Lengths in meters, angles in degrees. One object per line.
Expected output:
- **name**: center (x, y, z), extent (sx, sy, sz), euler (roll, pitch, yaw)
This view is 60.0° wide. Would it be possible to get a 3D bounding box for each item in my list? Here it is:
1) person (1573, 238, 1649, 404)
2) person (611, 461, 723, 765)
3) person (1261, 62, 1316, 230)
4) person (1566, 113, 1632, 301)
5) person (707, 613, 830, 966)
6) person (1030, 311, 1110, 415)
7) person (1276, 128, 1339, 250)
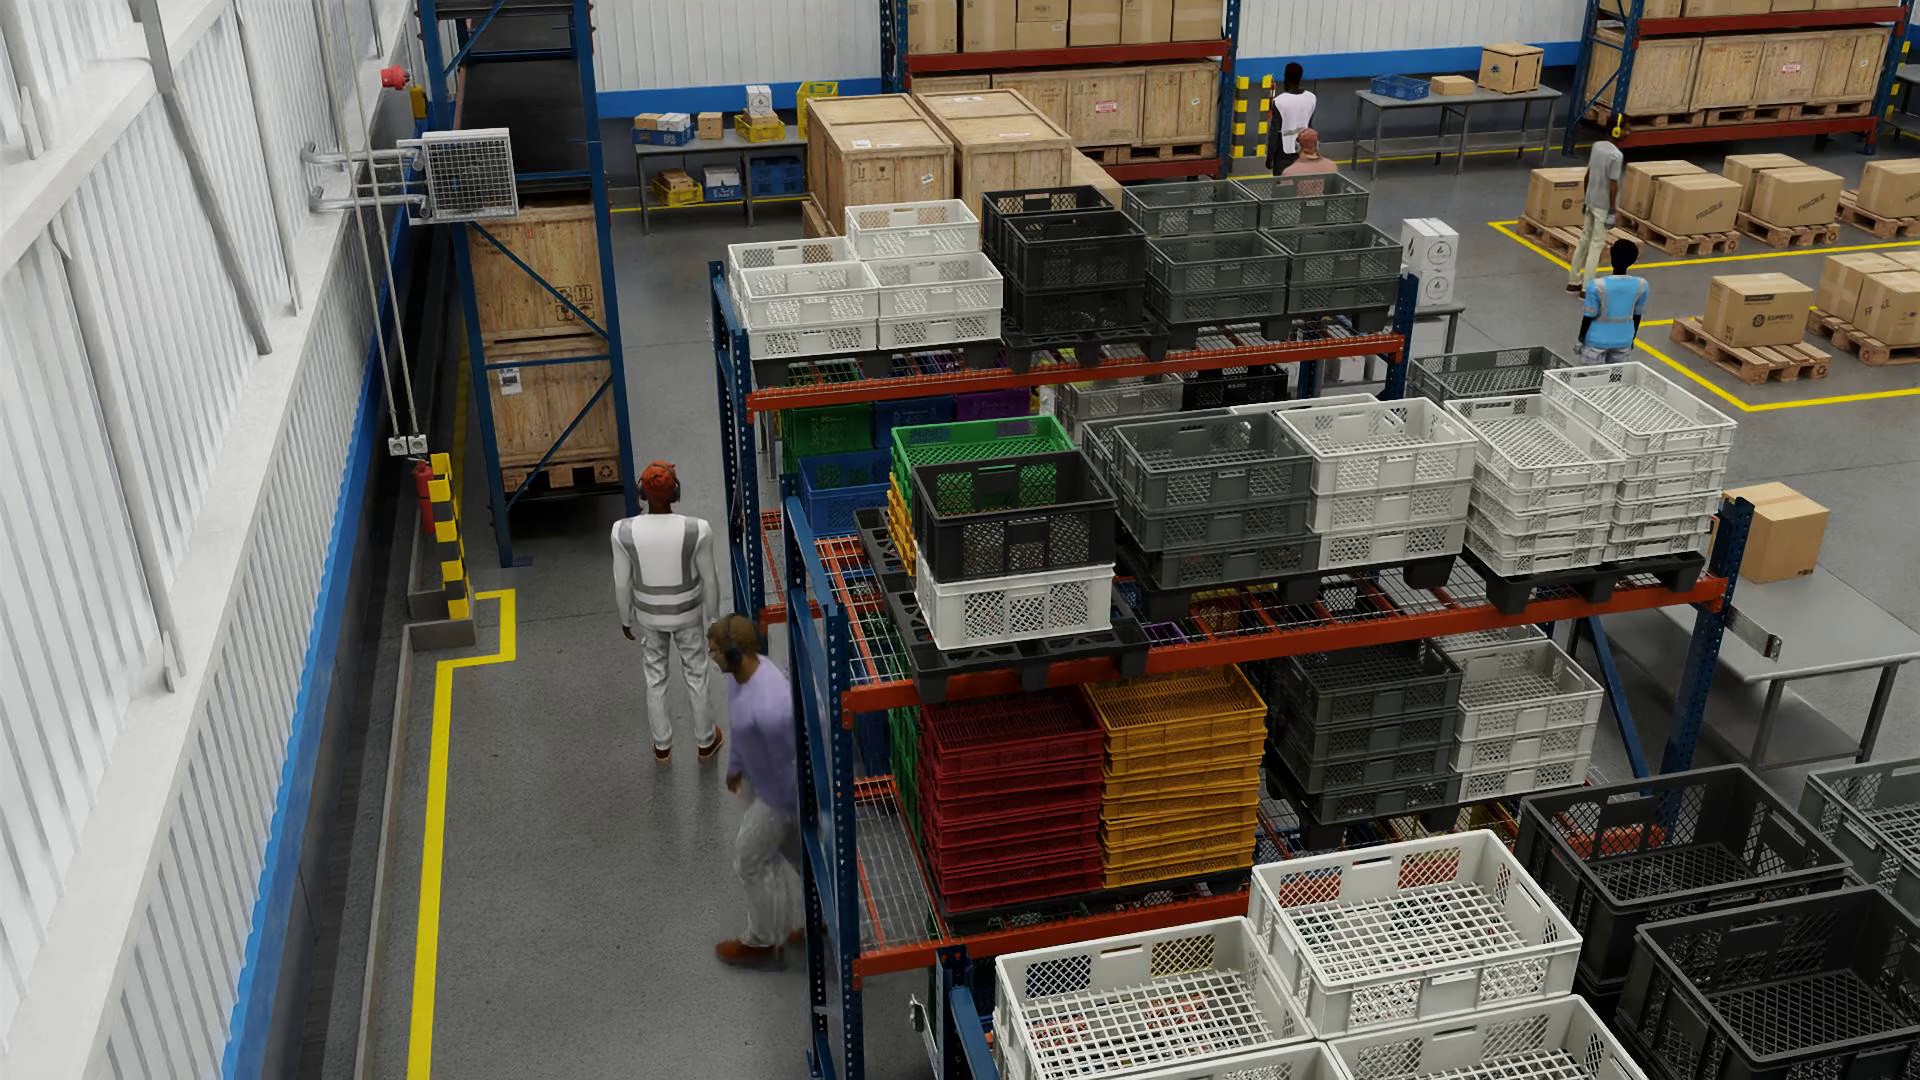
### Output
- **person**: center (5.285, -1.630, 13.589), extent (0.540, 1.696, 0.316), euler (-3, 28, -6)
- **person**: center (-1.651, 0.431, 9.483), extent (0.577, 1.882, 0.349), euler (-1, 28, -1)
- **person**: center (3.666, -4.322, 18.479), extent (0.585, 1.910, 0.389), euler (-16, 32, -28)
- **person**: center (6.413, -3.338, 16.654), extent (0.329, 1.865, 0.513), euler (-6, 28, -11)
- **person**: center (-0.950, 1.205, 8.006), extent (0.774, 1.886, 0.658), euler (-7, 29, -13)
- **person**: center (0.822, -1.216, 12.649), extent (0.626, 1.847, 0.429), euler (4, 28, 8)
- **person**: center (3.267, -2.998, 15.971), extent (0.639, 1.902, 0.406), euler (-13, 30, -23)
